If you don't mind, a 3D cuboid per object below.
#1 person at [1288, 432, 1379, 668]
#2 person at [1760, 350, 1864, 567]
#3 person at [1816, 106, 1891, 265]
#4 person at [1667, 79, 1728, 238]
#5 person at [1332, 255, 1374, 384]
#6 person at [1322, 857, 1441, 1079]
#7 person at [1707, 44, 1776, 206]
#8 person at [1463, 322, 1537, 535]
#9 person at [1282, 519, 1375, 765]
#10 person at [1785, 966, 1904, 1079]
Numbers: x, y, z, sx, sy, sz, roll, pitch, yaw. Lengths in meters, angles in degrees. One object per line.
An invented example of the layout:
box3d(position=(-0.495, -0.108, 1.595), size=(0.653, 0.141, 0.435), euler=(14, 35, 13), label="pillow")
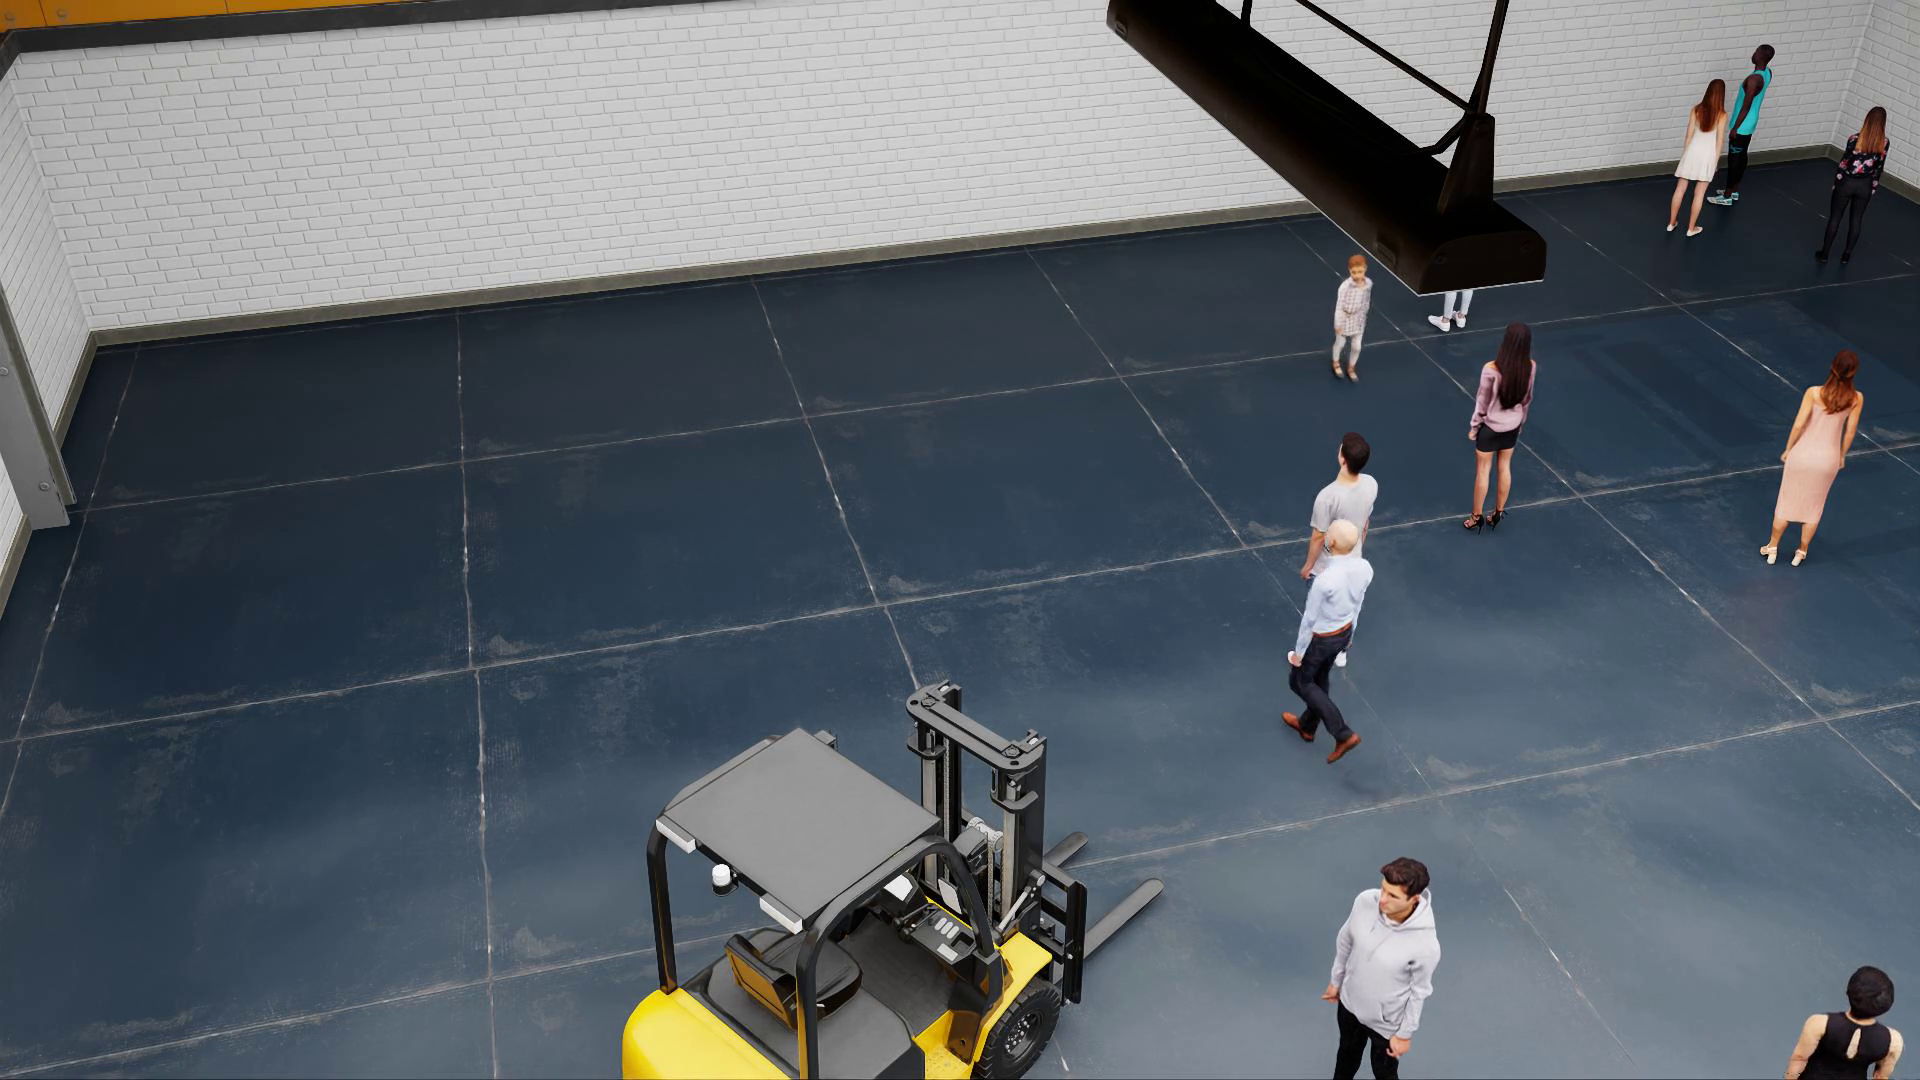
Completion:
box3d(position=(2.597, 0.102, 11.469), size=(0.731, 1.889, 0.661), euler=(-18, 38, -25), label="person")
box3d(position=(6.472, -0.614, 12.599), size=(0.666, 1.831, 0.682), euler=(10, 35, 15), label="person")
box3d(position=(9.361, -3.712, 17.393), size=(0.655, 1.683, 0.659), euler=(8, 34, 12), label="person")
box3d(position=(8.018, -4.153, 18.031), size=(0.624, 1.712, 0.707), euler=(25, 41, 33), label="person")
box3d(position=(3.572, -2.059, 15.279), size=(0.543, 1.272, 0.610), euler=(-12, 35, -17), label="person")
box3d(position=(2.060, 2.266, 8.177), size=(0.828, 1.931, 0.698), euler=(-25, 41, -32), label="person")
box3d(position=(8.842, -4.678, 18.732), size=(0.694, 1.811, 0.691), euler=(27, 42, 35), label="person")
box3d(position=(4.211, -0.867, 12.998), size=(0.633, 1.810, 0.543), euler=(-6, 34, -9), label="person")
box3d(position=(2.398, 0.689, 10.689), size=(0.888, 1.776, 1.059), euler=(-24, 40, -31), label="person")
box3d(position=(4.104, 2.683, 7.859), size=(0.849, 1.587, 0.984), euler=(9, 35, 14), label="person")
